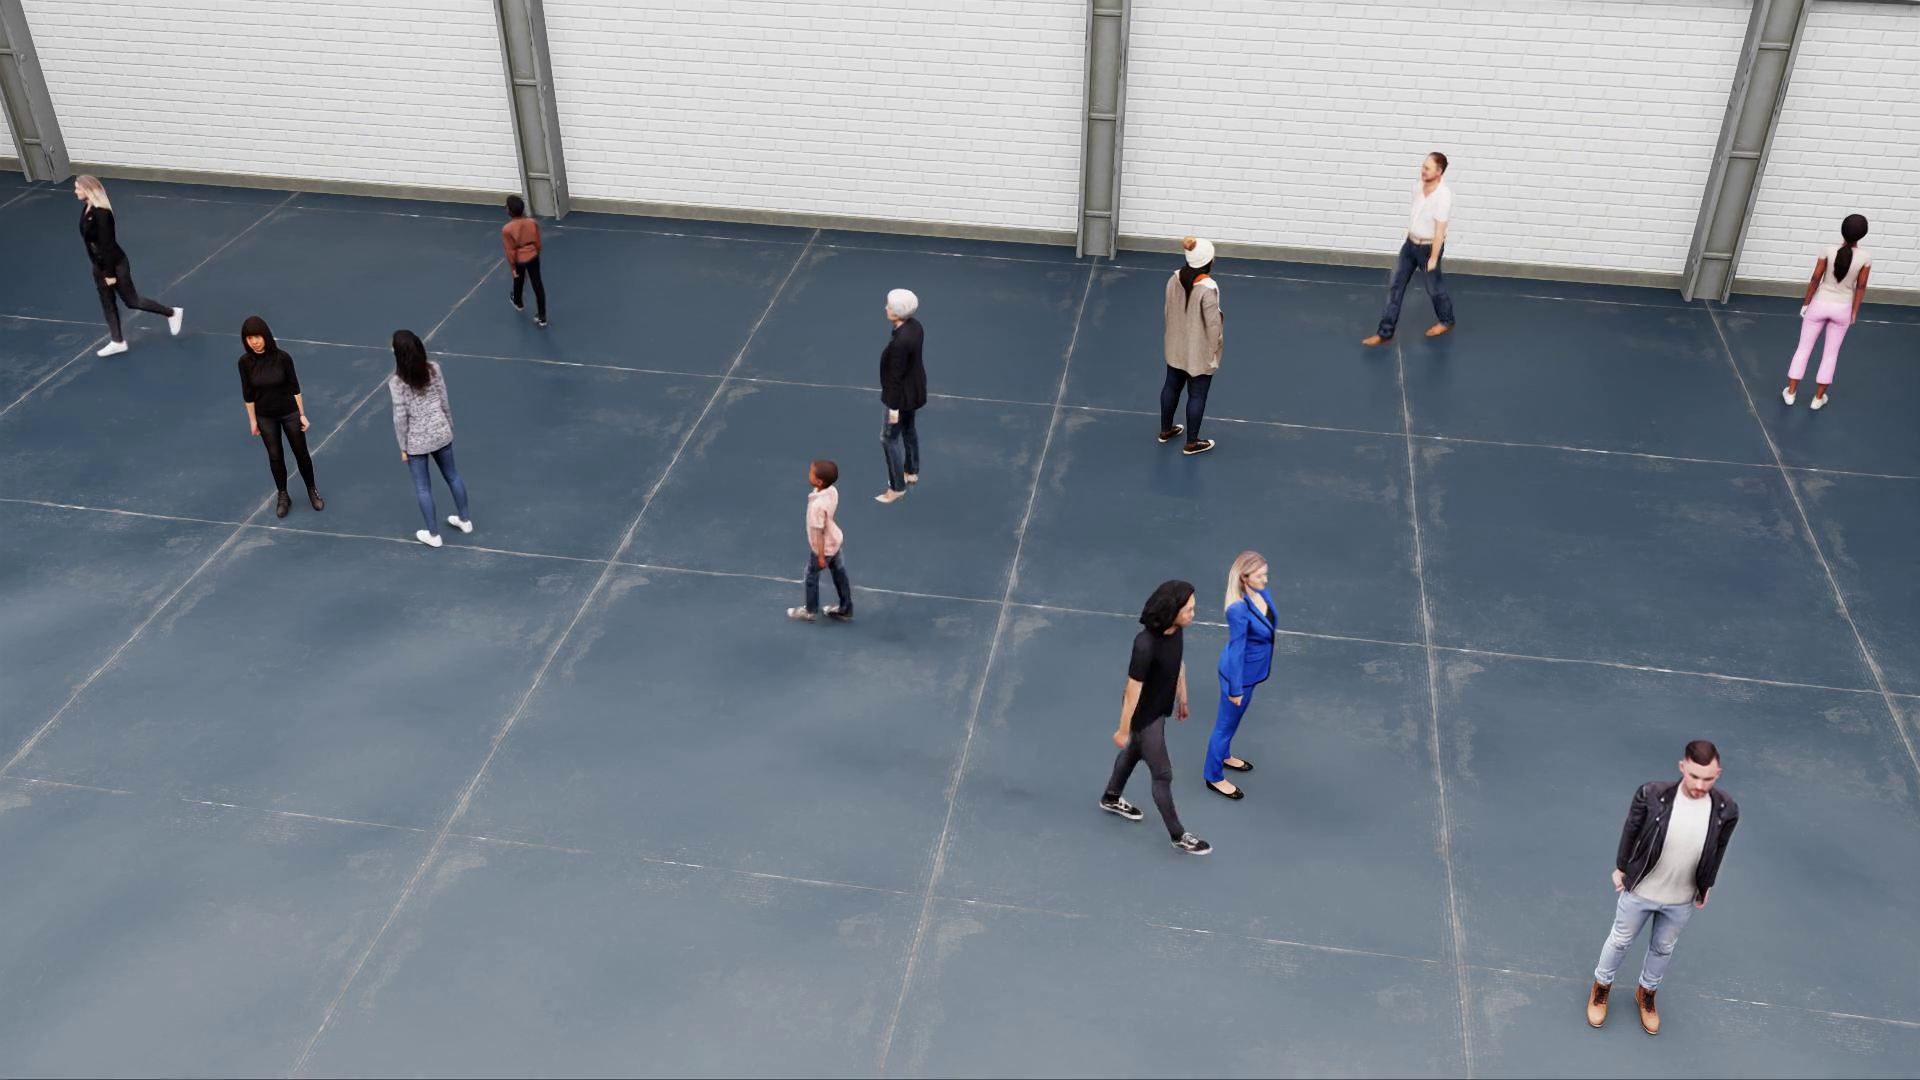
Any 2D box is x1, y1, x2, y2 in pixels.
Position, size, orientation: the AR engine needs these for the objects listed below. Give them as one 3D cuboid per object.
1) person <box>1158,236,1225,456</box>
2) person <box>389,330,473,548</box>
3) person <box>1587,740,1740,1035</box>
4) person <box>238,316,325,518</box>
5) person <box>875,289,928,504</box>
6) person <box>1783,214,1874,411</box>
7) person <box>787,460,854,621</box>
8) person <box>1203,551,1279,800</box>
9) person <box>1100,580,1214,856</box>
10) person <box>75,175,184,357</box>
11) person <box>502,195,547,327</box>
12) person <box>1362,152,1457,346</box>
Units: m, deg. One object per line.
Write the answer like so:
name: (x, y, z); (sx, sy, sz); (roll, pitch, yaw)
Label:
person: (1.859, -1.599, 13.465); (0.878, 1.890, 0.803); (-26, 41, -33)
person: (-3.962, -0.767, 12.359); (0.696, 1.730, 0.690); (26, 41, 33)
person: (3.575, 1.747, 8.479); (0.478, 1.837, 0.711); (6, 34, 10)
person: (-5.224, -0.967, 12.739); (0.589, 1.642, 0.705); (-11, 35, -16)
person: (-0.367, -1.111, 12.420); (0.696, 1.778, 0.791); (11, 35, 16)
person: (7.381, -1.946, 14.121); (0.544, 1.742, 0.700); (16, 37, 22)
person: (-0.872, 0.033, 11.550); (0.704, 1.293, 0.578); (10, 35, 14)
person: (1.680, 0.790, 10.044); (0.606, 1.700, 0.666); (12, 36, 18)
person: (1.026, 0.955, 9.701); (1.121, 1.805, 0.894); (19, 38, 26)
person: (-7.562, -2.486, 15.003); (1.040, 1.665, 1.055); (-27, 42, -34)
person: (-4.036, -2.590, 15.565); (0.875, 1.216, 0.918); (-19, 38, -26)
person: (4.293, -2.618, 15.071); (1.306, 1.811, 1.118); (-13, 36, -19)
